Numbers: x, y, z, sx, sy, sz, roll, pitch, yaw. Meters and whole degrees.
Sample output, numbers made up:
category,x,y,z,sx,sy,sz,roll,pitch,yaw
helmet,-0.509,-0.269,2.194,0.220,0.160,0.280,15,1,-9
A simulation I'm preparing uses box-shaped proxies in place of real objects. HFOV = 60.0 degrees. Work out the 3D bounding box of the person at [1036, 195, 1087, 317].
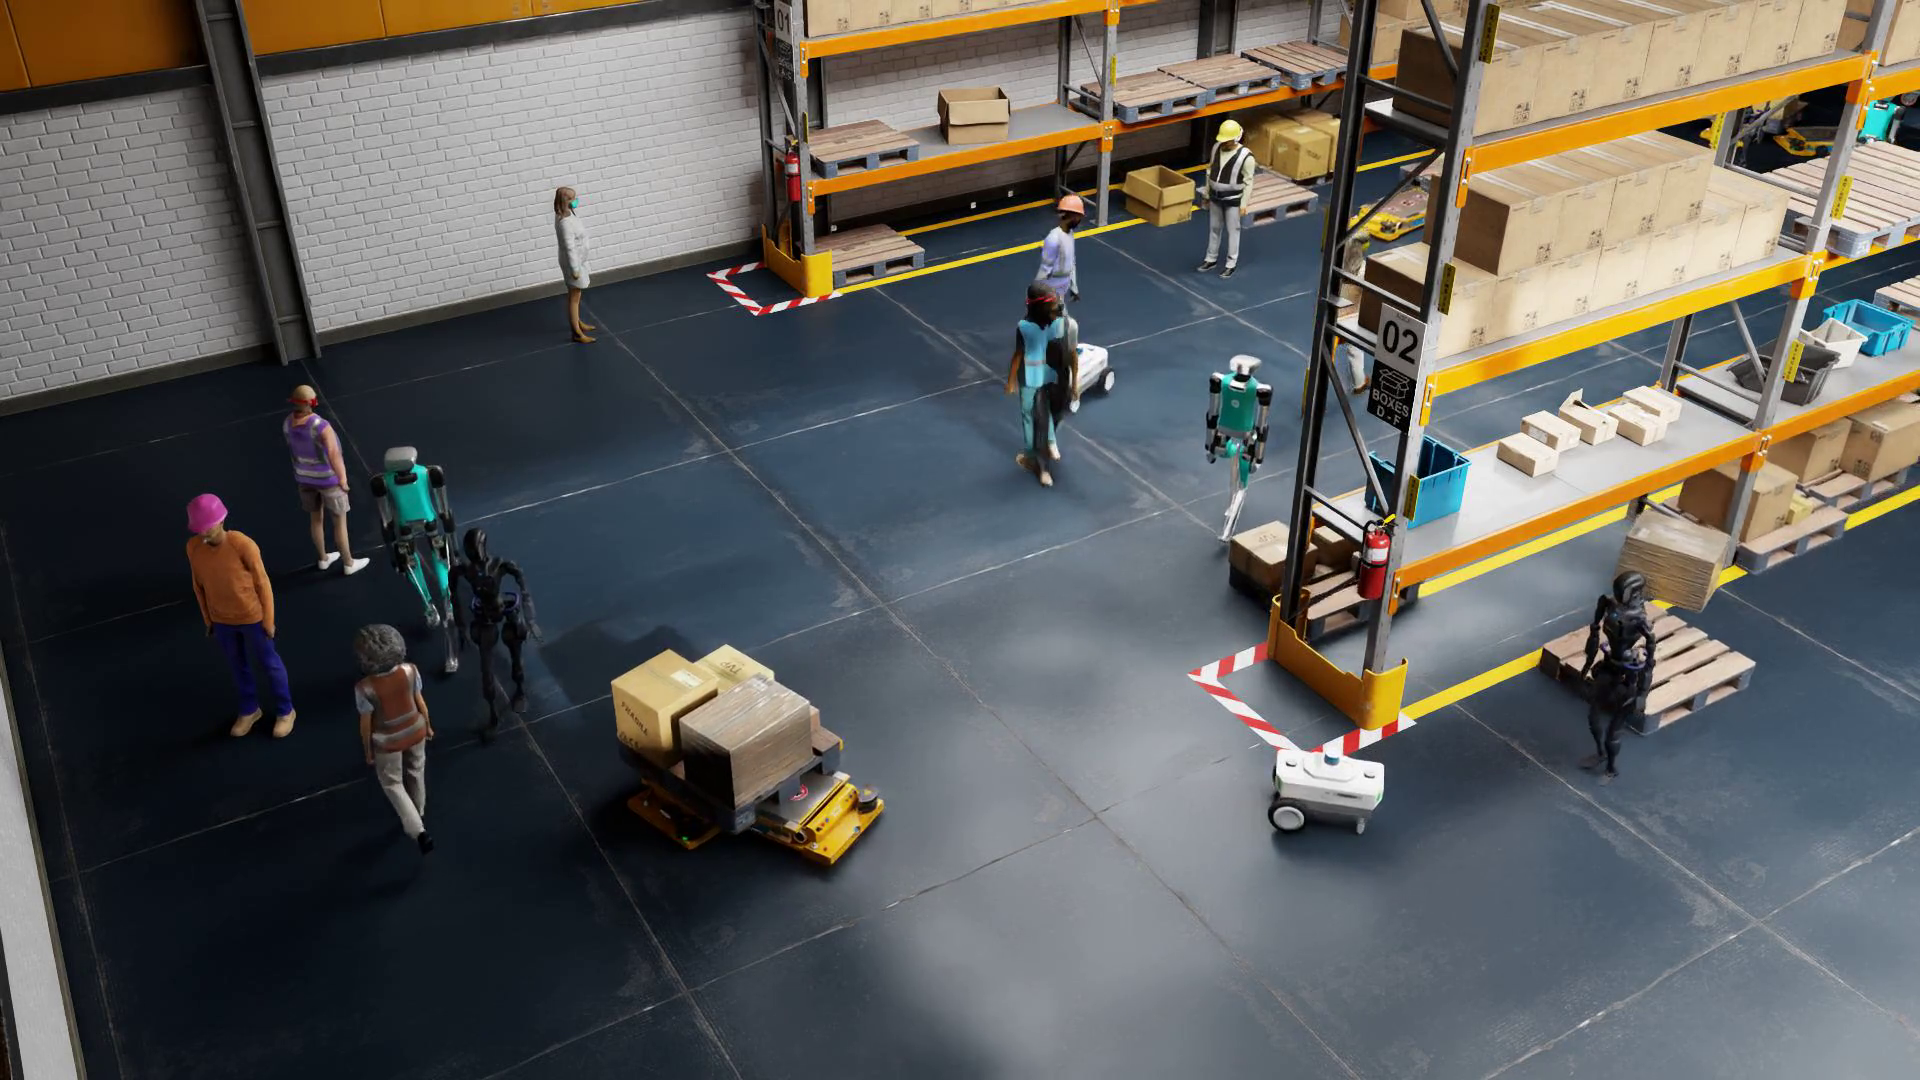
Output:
category,x,y,z,sx,sy,sz,roll,pitch,yaw
person,0.998,-2.467,16.505,0.649,1.873,0.633,9,33,14

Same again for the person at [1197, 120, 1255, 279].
category,x,y,z,sx,sy,sz,roll,pitch,yaw
person,3.003,-3.855,18.773,0.589,1.819,0.405,27,41,36

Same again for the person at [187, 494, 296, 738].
category,x,y,z,sx,sy,sz,roll,pitch,yaw
person,-5.052,0.533,11.624,0.516,1.981,0.393,2,32,3

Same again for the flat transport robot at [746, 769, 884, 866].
category,x,y,z,sx,sy,sz,roll,pitch,yaw
flat transport robot,-1.299,1.726,11.331,1.431,0.231,0.659,17,36,25

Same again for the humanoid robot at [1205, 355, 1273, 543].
category,x,y,z,sx,sy,sz,roll,pitch,yaw
humanoid robot,2.372,-0.825,14.019,0.549,1.732,1.015,15,35,23

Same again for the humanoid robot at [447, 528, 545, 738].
category,x,y,z,sx,sy,sz,roll,pitch,yaw
humanoid robot,-3.278,0.616,11.793,0.612,1.639,0.606,-2,32,-4

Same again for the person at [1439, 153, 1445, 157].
category,x,y,z,sx,sy,sz,roll,pitch,yaw
person,6.464,-5.808,21.869,0.398,1.841,0.564,23,39,32

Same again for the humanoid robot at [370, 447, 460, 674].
category,x,y,z,sx,sy,sz,roll,pitch,yaw
humanoid robot,-4.012,0.189,12.424,0.553,1.729,1.051,-8,33,-13

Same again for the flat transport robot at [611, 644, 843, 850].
category,x,y,z,sx,sy,sz,roll,pitch,yaw
flat transport robot,-1.546,1.593,11.544,0.659,0.231,1.431,25,40,34

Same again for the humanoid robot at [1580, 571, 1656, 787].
category,x,y,z,sx,sy,sz,roll,pitch,yaw
humanoid robot,4.480,0.919,11.298,0.362,1.647,0.593,-13,34,-20

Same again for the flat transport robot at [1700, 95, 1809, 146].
category,x,y,z,sx,sy,sz,roll,pitch,yaw
flat transport robot,11.041,-5.838,23.395,0.659,0.231,1.431,27,41,36

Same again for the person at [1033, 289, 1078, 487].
category,x,y,z,sx,sy,sz,roll,pitch,yaw
person,0.783,-1.459,14.961,0.502,1.815,0.846,-6,33,-9

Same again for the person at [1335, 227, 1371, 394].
category,x,y,z,sx,sy,sz,roll,pitch,yaw
person,3.720,-2.139,16.040,0.569,1.819,1.031,27,41,36

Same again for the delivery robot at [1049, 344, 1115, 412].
category,x,y,z,sx,sy,sz,roll,pitch,yaw
delivery robot,1.161,-1.650,16.438,0.499,0.586,0.765,19,37,27

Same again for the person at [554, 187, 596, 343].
category,x,y,z,sx,sy,sz,roll,pitch,yaw
person,-4.018,-2.888,17.377,0.335,1.659,0.499,-5,32,-8

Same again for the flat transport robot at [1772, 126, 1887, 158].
category,x,y,z,sx,sy,sz,roll,pitch,yaw
flat transport robot,11.994,-5.456,22.786,1.431,0.231,0.659,0,32,0

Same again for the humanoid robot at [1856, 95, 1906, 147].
category,x,y,z,sx,sy,sz,roll,pitch,yaw
humanoid robot,10.713,-4.471,19.740,0.530,1.696,0.743,21,38,29

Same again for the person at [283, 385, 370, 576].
category,x,y,z,sx,sy,sz,roll,pitch,yaw
person,-5.192,-0.480,13.515,0.477,1.686,0.346,11,34,17

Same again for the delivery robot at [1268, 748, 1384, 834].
category,x,y,z,sx,sy,sz,roll,pitch,yaw
delivery robot,2.440,1.657,11.182,0.777,0.605,0.511,7,33,11

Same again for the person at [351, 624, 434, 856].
category,x,y,z,sx,sy,sz,roll,pitch,yaw
person,-3.601,1.284,10.718,0.450,1.669,0.667,-24,39,-33

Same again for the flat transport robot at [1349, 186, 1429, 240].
category,x,y,z,sx,sy,sz,roll,pitch,yaw
flat transport robot,5.469,-4.036,20.521,1.431,0.231,0.659,-25,40,-34

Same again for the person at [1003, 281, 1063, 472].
category,x,y,z,sx,sy,sz,roll,pitch,yaw
person,0.666,-1.453,14.909,0.530,1.856,0.447,-19,37,-27

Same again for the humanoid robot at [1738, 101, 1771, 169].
category,x,y,z,sx,sy,sz,roll,pitch,yaw
humanoid robot,9.998,-5.302,21.209,0.327,1.654,0.595,-25,40,-34
